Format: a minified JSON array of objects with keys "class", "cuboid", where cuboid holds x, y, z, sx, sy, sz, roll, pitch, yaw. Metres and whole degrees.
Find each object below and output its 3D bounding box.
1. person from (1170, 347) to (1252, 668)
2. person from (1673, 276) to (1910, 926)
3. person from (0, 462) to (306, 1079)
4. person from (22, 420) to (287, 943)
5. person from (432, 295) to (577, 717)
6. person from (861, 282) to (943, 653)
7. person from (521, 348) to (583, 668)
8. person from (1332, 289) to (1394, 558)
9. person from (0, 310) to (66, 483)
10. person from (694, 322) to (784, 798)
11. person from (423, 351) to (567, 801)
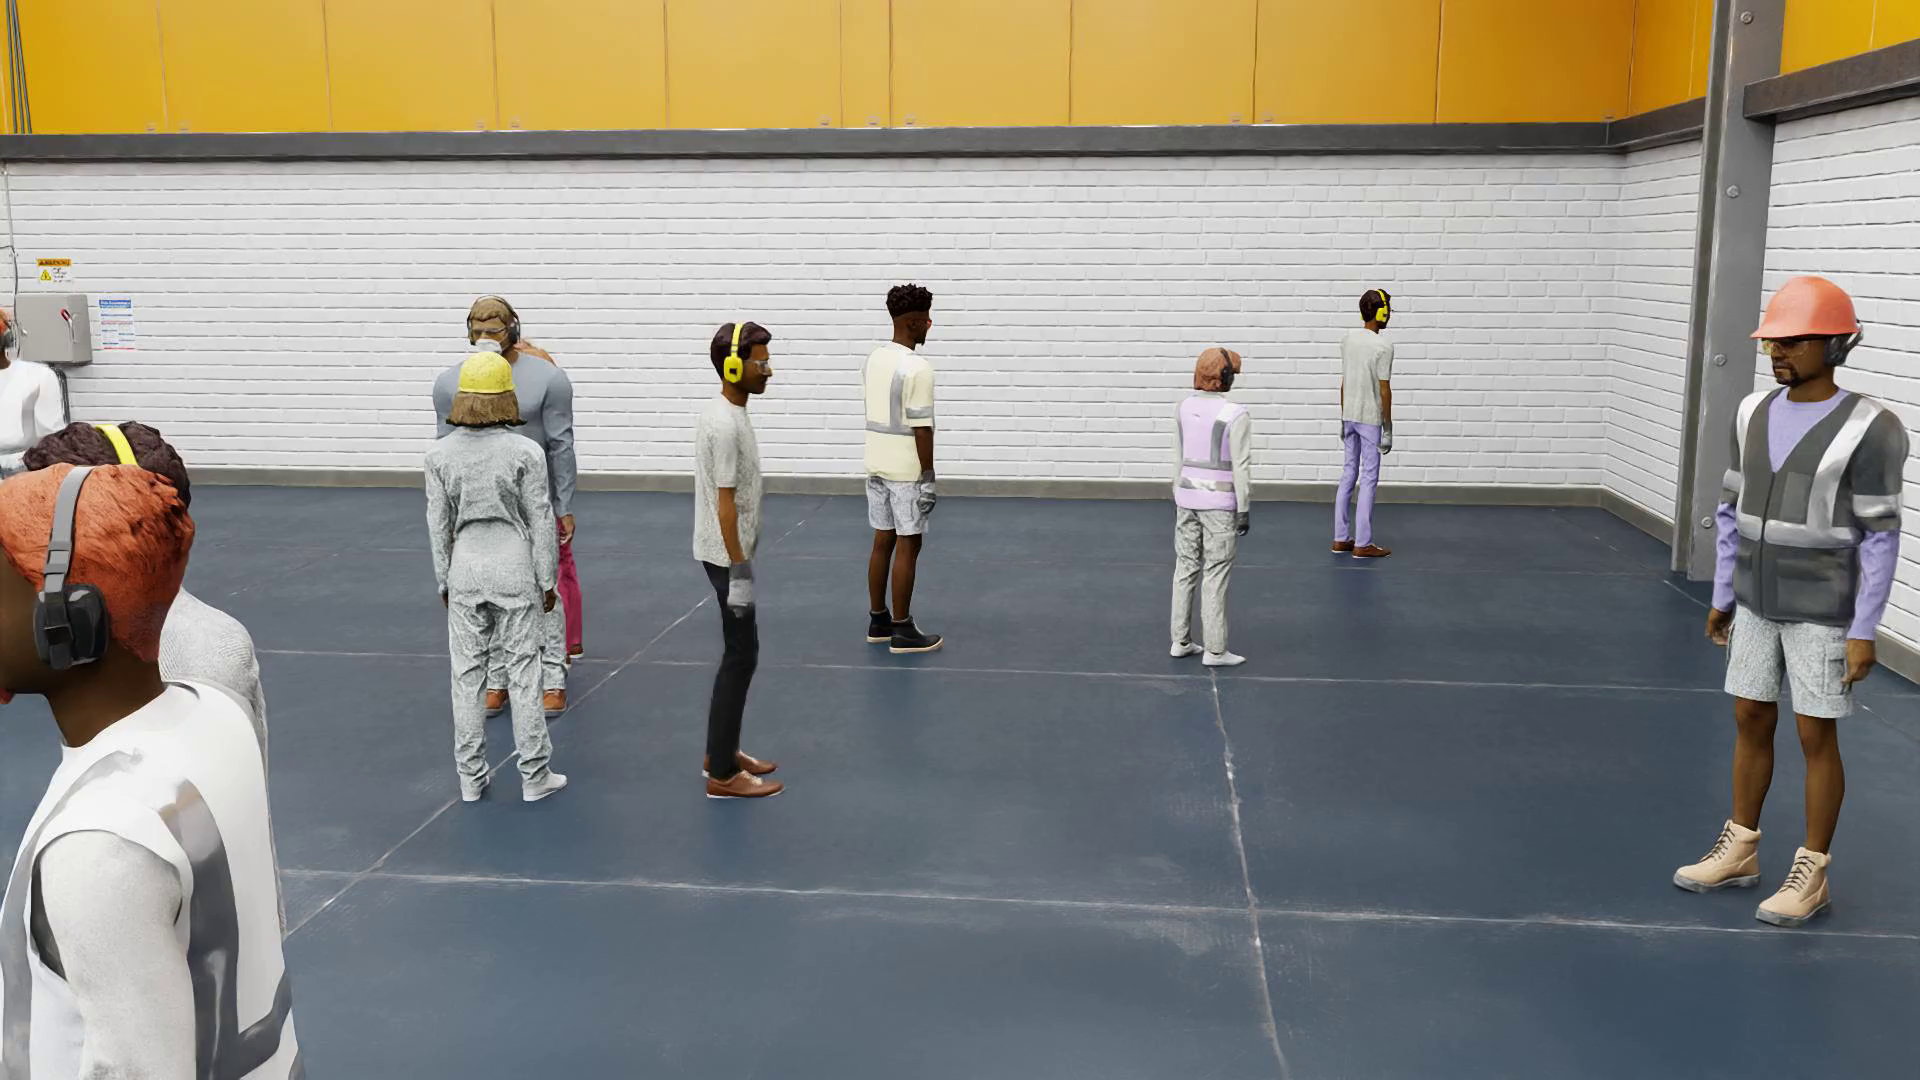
[{"class":"person","cuboid":[1.275,-0.165,8.526,0.313,1.634,0.521,-8,12,-37]},{"class":"person","cuboid":[2.628,0.198,5.271,0.393,2.044,0.609,-4,11,-23]},{"class":"person","cuboid":[-0.996,0.838,2.067,0.353,1.883,0.573,-2,10,-14]},{"class":"person","cuboid":[-1.307,0.725,2.789,0.510,1.861,0.324,9,13,42]},{"class":"person","cuboid":[-2.062,-0.144,7.572,0.635,1.928,0.382,-1,10,-3]},{"class":"person","cuboid":[-0.307,-0.380,8.840,0.375,1.958,0.599,-7,12,-33]},{"class":"person","cuboid":[-2.111,-0.155,8.468,0.268,1.631,0.507,1,10,6]},{"class":"person","cuboid":[2.818,-0.803,11.547,0.328,1.861,0.502,-6,11,-30]},{"class":"person","cuboid":[-4.791,-0.243,8.348,0.599,1.838,0.945,-3,10,-14]},{"class":"person","cuboid":[-0.869,0.082,6.483,0.329,1.854,0.533,-1,10,-8]},{"class":"person","cuboid":[-1.790,0.148,6.415,0.485,1.744,0.294,0,10,3]}]
